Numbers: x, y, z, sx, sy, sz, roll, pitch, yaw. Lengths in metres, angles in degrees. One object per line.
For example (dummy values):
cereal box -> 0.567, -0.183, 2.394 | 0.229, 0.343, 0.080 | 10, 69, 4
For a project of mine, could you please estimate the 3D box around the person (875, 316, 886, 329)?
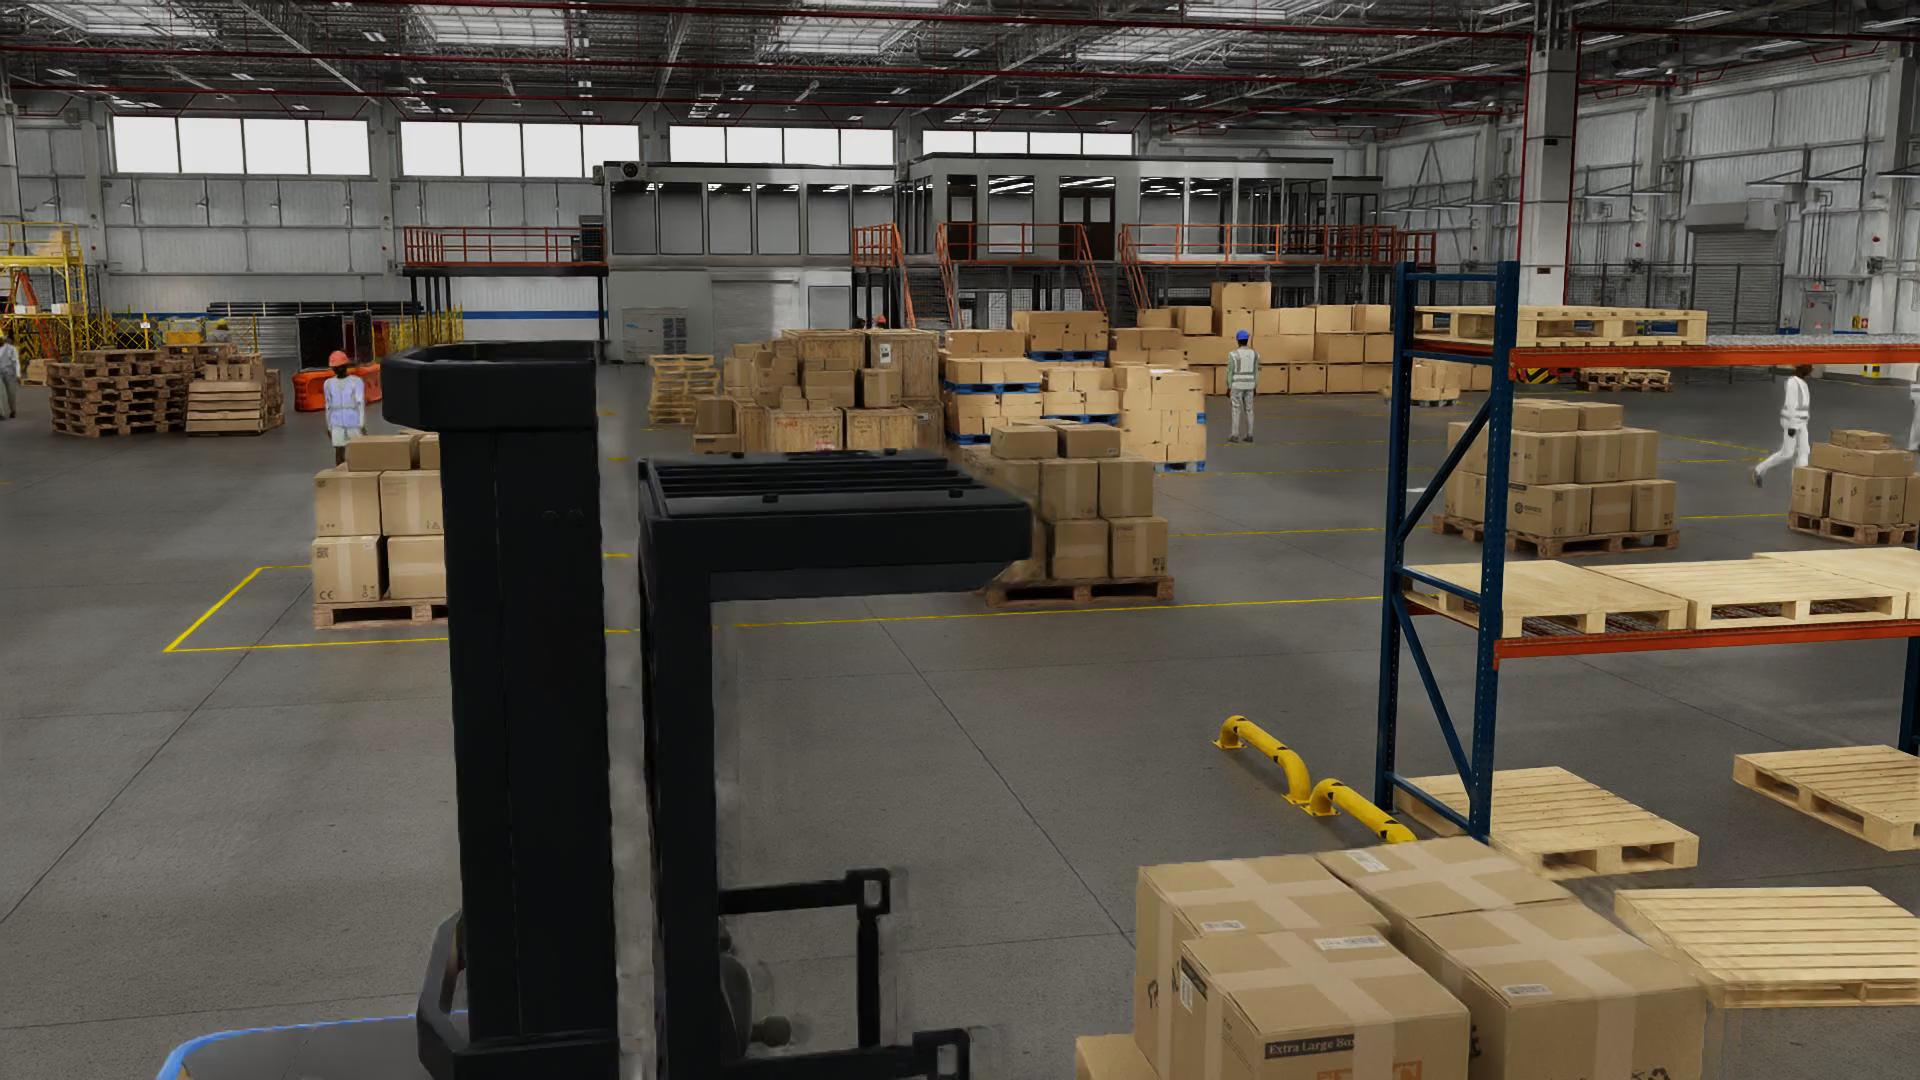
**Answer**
person -> -1.890, -4.305, 38.913 | 0.540, 1.867, 1.039 | 6, 11, 33

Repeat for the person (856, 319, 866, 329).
person -> -2.194, -3.951, 36.795 | 1.024, 1.859, 0.595 | 9, 13, 43

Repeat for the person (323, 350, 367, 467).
person -> -8.108, -1.548, 21.982 | 0.575, 1.915, 0.734 | 0, 9, -2

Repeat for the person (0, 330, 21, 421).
person -> -18.886, -3.268, 32.852 | 0.593, 1.803, 0.879 | -5, 10, -26

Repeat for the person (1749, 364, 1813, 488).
person -> 11.072, -1.554, 22.210 | 0.581, 1.860, 0.776 | -9, 13, -43

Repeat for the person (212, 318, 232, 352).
person -> -18.701, -4.760, 42.183 | 0.493, 1.711, 0.810 | -2, 10, -13

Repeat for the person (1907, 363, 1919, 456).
person -> 15.384, -2.261, 26.479 | 0.491, 1.867, 0.615 | 3, 10, 18

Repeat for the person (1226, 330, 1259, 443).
person -> 4.842, -2.633, 28.554 | 0.601, 1.939, 0.414 | -4, 10, -21

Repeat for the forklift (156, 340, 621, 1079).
forklift -> -0.972, 0.949, 3.841 | 1.873, 2.768, 1.129 | -2, 10, -12
